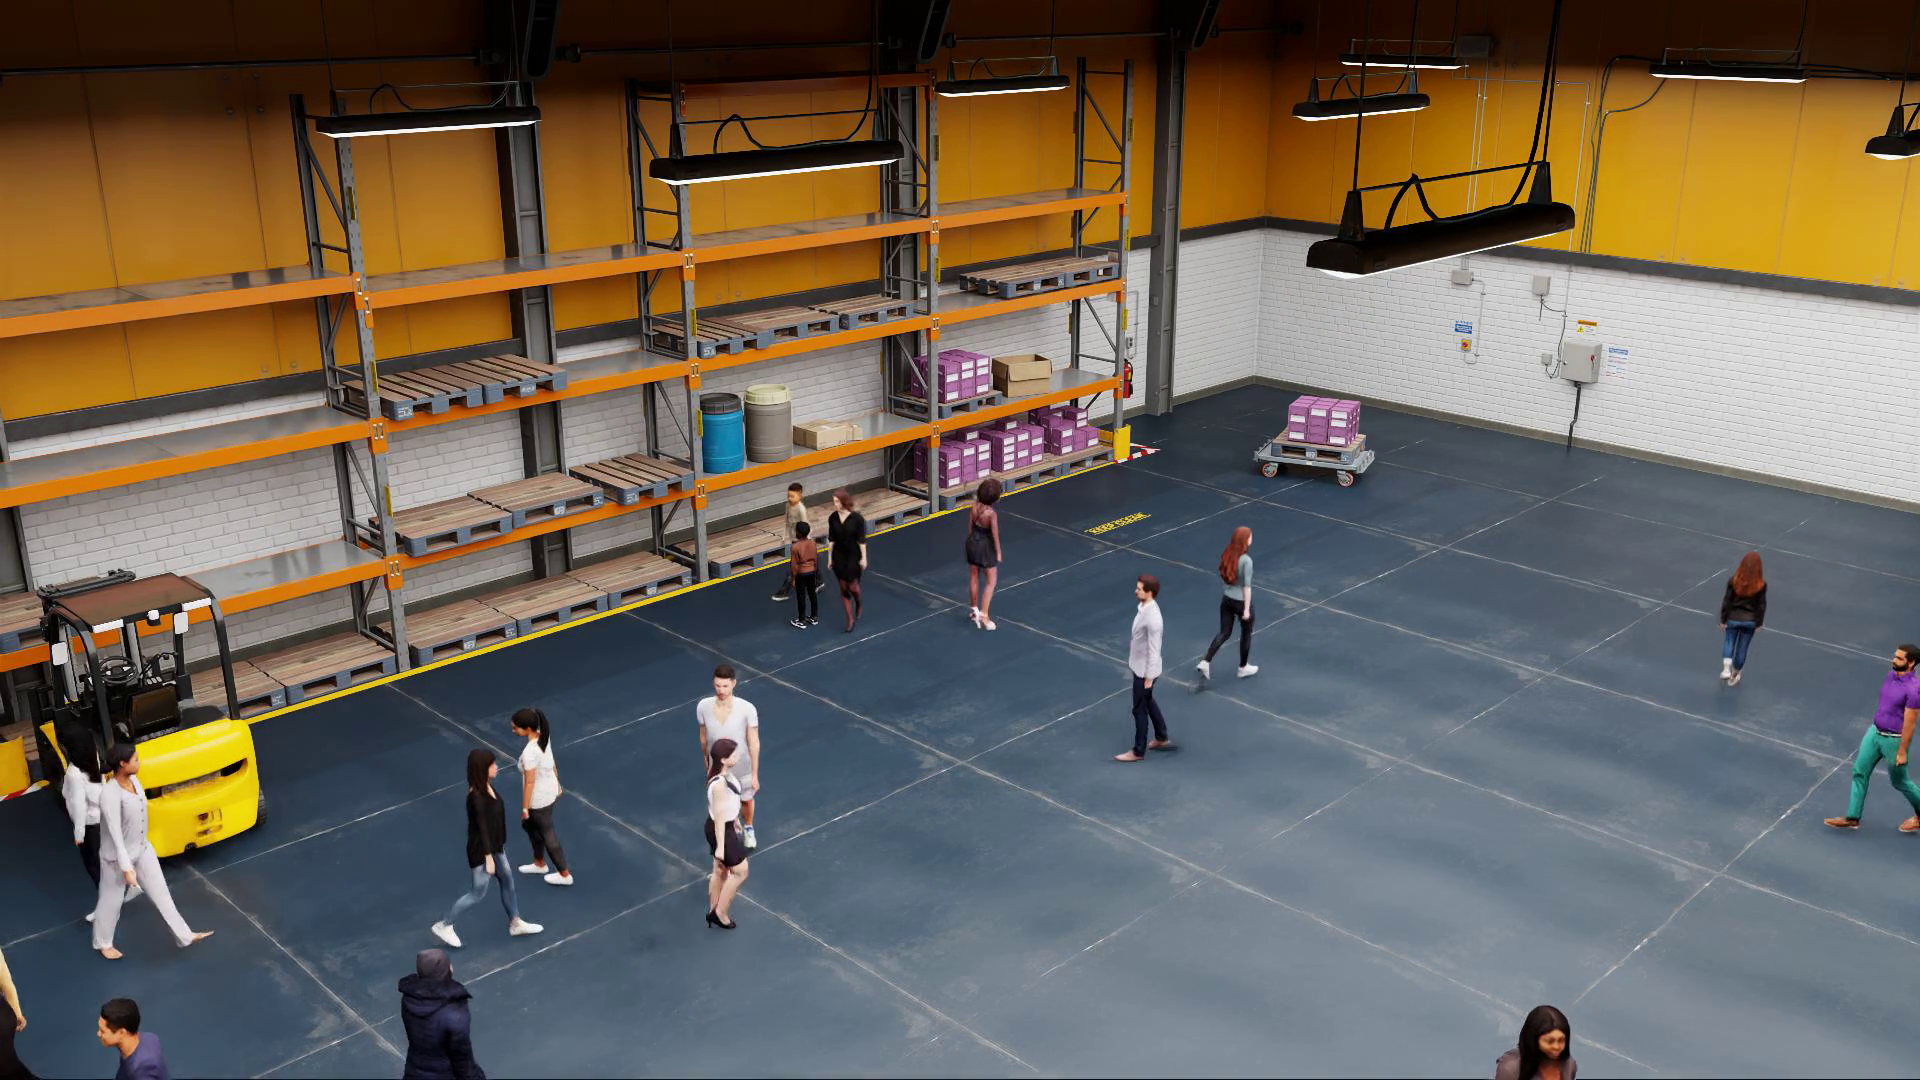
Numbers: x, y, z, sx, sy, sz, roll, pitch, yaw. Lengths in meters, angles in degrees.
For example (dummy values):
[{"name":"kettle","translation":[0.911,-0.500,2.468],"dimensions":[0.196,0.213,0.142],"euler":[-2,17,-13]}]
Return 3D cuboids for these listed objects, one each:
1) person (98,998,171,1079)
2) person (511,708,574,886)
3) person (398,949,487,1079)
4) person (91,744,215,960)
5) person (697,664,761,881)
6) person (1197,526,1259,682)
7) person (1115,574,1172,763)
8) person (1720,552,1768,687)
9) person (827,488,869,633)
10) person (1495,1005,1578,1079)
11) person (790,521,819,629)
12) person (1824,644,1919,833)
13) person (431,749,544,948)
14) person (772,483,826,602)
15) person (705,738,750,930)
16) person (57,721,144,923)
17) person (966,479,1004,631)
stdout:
[{"name":"person","translation":[-4.499,3.350,9.465],"dimensions":[0.836,1.775,0.715],"euler":[-12,22,-31]},{"name":"person","translation":[-3.305,2.095,13.442],"dimensions":[0.880,1.613,0.821],"euler":[3,19,8]},{"name":"person","translation":[-3.166,3.249,9.956],"dimensions":[0.818,1.653,0.899],"euler":[7,20,20]},{"name":"person","translation":[-6.356,2.366,12.520],"dimensions":[1.211,1.690,1.215],"euler":[4,19,12]},{"name":"person","translation":[-1.881,1.858,13.872],"dimensions":[1.196,1.788,1.320],"euler":[1,19,4]},{"name":"person","translation":[2.824,0.705,17.406],"dimensions":[1.120,1.717,0.709],"euler":[-12,22,-33]},{"name":"person","translation":[1.797,1.181,15.758],"dimensions":[0.971,1.867,0.912],"euler":[0,19,0]},{"name":"person","translation":[8.168,0.847,17.368],"dimensions":[0.632,1.473,0.636],"euler":[9,21,26]},{"name":"person","translation":[-1.258,0.207,18.932],"dimensions":[0.744,1.688,0.794],"euler":[5,19,15]},{"name":"person","translation":[3.122,3.377,9.339],"dimensions":[1.175,1.803,1.148],"euler":[-3,19,-8]},{"name":"person","translation":[-1.782,0.385,19.087],"dimensions":[0.416,1.252,0.581],"euler":[-16,24,-39]},{"name":"person","translation":[8.109,1.740,14.313],"dimensions":[1.203,1.731,1.112],"euler":[-1,19,-3]},{"name":"person","translation":[-3.689,2.359,12.650],"dimensions":[1.120,1.619,0.958],"euler":[-3,19,-9]},{"name":"person","translation":[-1.866,-0.001,19.957],"dimensions":[1.021,1.428,0.672],"euler":[-13,23,-34]},{"name":"person","translation":[-1.914,2.293,12.823],"dimensions":[0.724,1.635,0.692],"euler":[-5,19,-14]},{"name":"person","translation":[-6.690,2.200,13.014],"dimensions":[0.861,1.689,0.807],"euler":[-5,19,-14]},{"name":"person","translation":[0.215,0.130,19.036],"dimensions":[0.682,1.768,0.592],"euler":[9,21,26]}]
